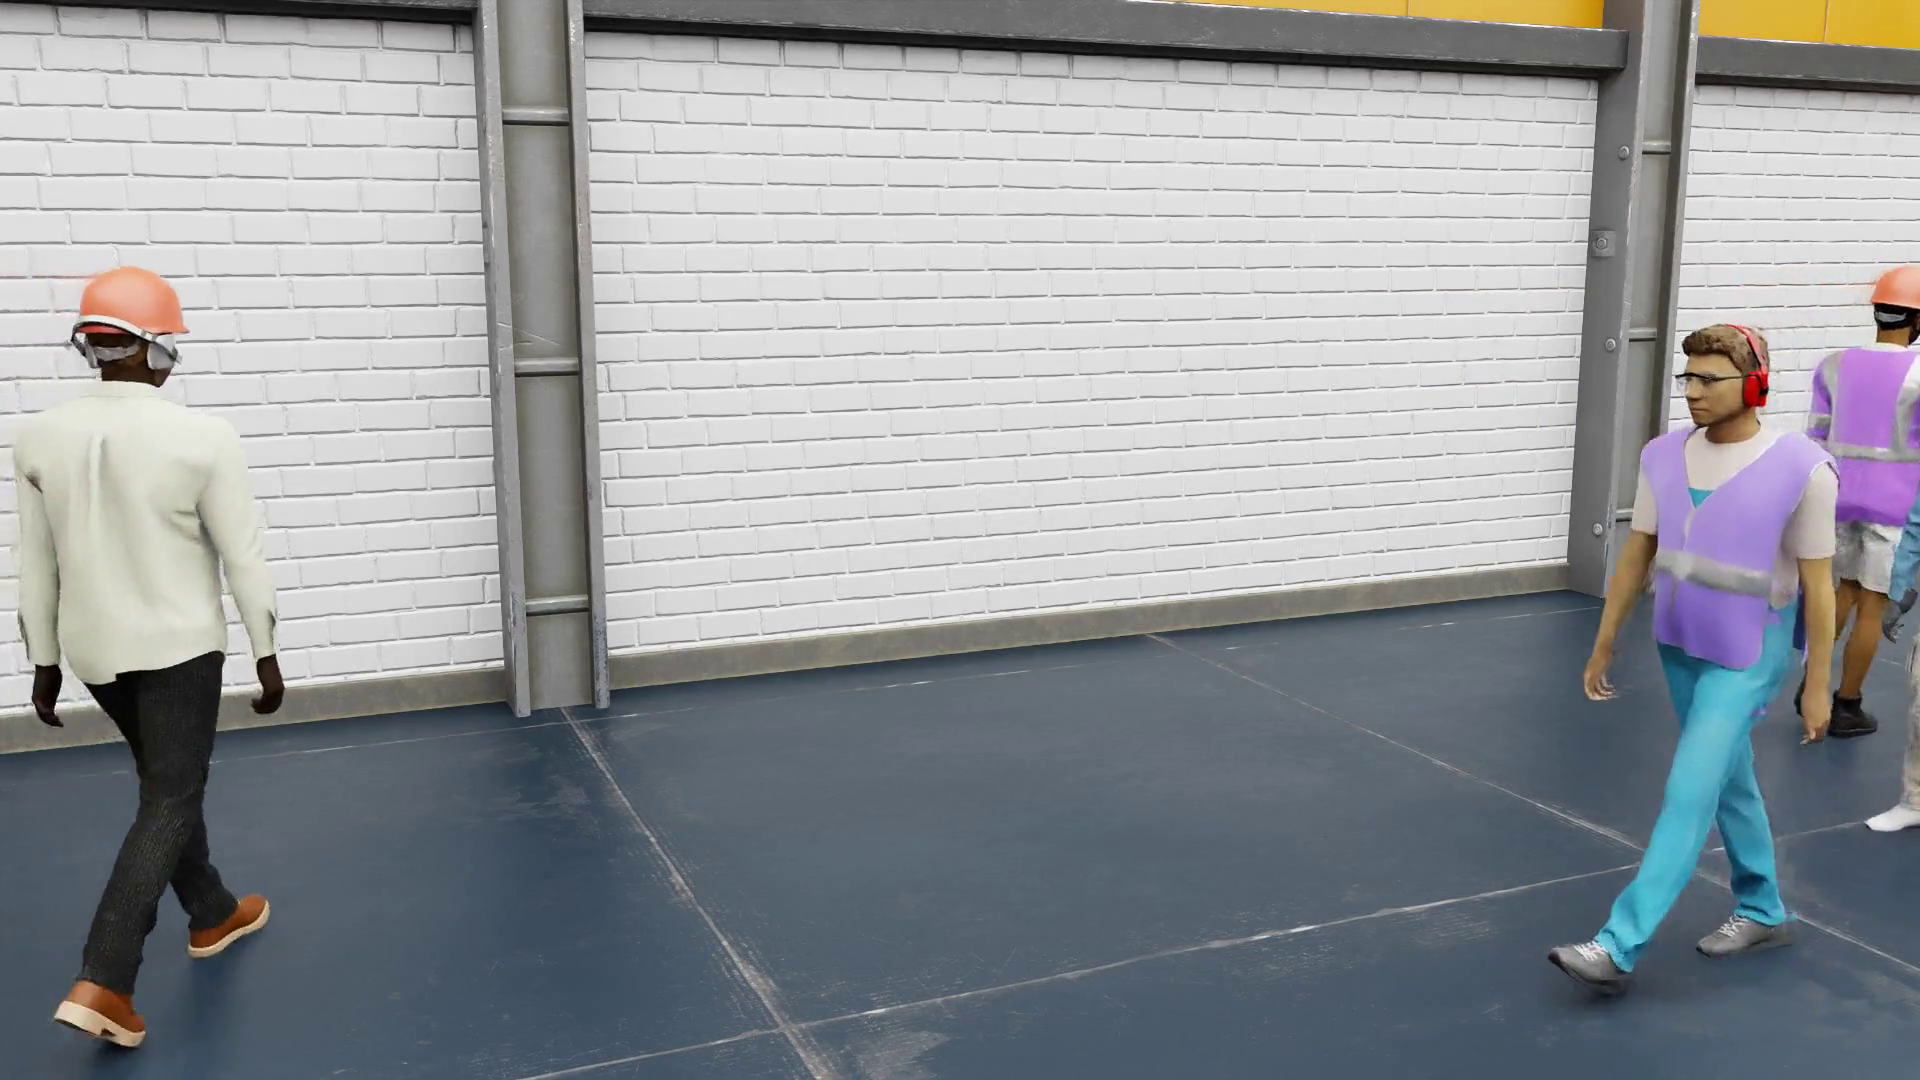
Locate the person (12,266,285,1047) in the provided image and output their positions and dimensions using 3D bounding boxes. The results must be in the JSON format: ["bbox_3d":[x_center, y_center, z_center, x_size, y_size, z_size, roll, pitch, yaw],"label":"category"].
[{"bbox_3d":[-2.121,0.279,4.304,0.640,1.963,0.977,1,10,7],"label":"person"}]

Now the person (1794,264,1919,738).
[{"bbox_3d":[3.696,-0.138,6.696,0.407,1.919,0.544,-6,12,-32],"label":"person"}]

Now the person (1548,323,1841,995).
[{"bbox_3d":[1.966,0.323,4.485,0.973,1.789,0.593,-4,11,-22],"label":"person"}]

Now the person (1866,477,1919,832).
[{"bbox_3d":[3.361,0.235,5.466,0.573,1.624,0.358,3,11,16],"label":"person"}]
